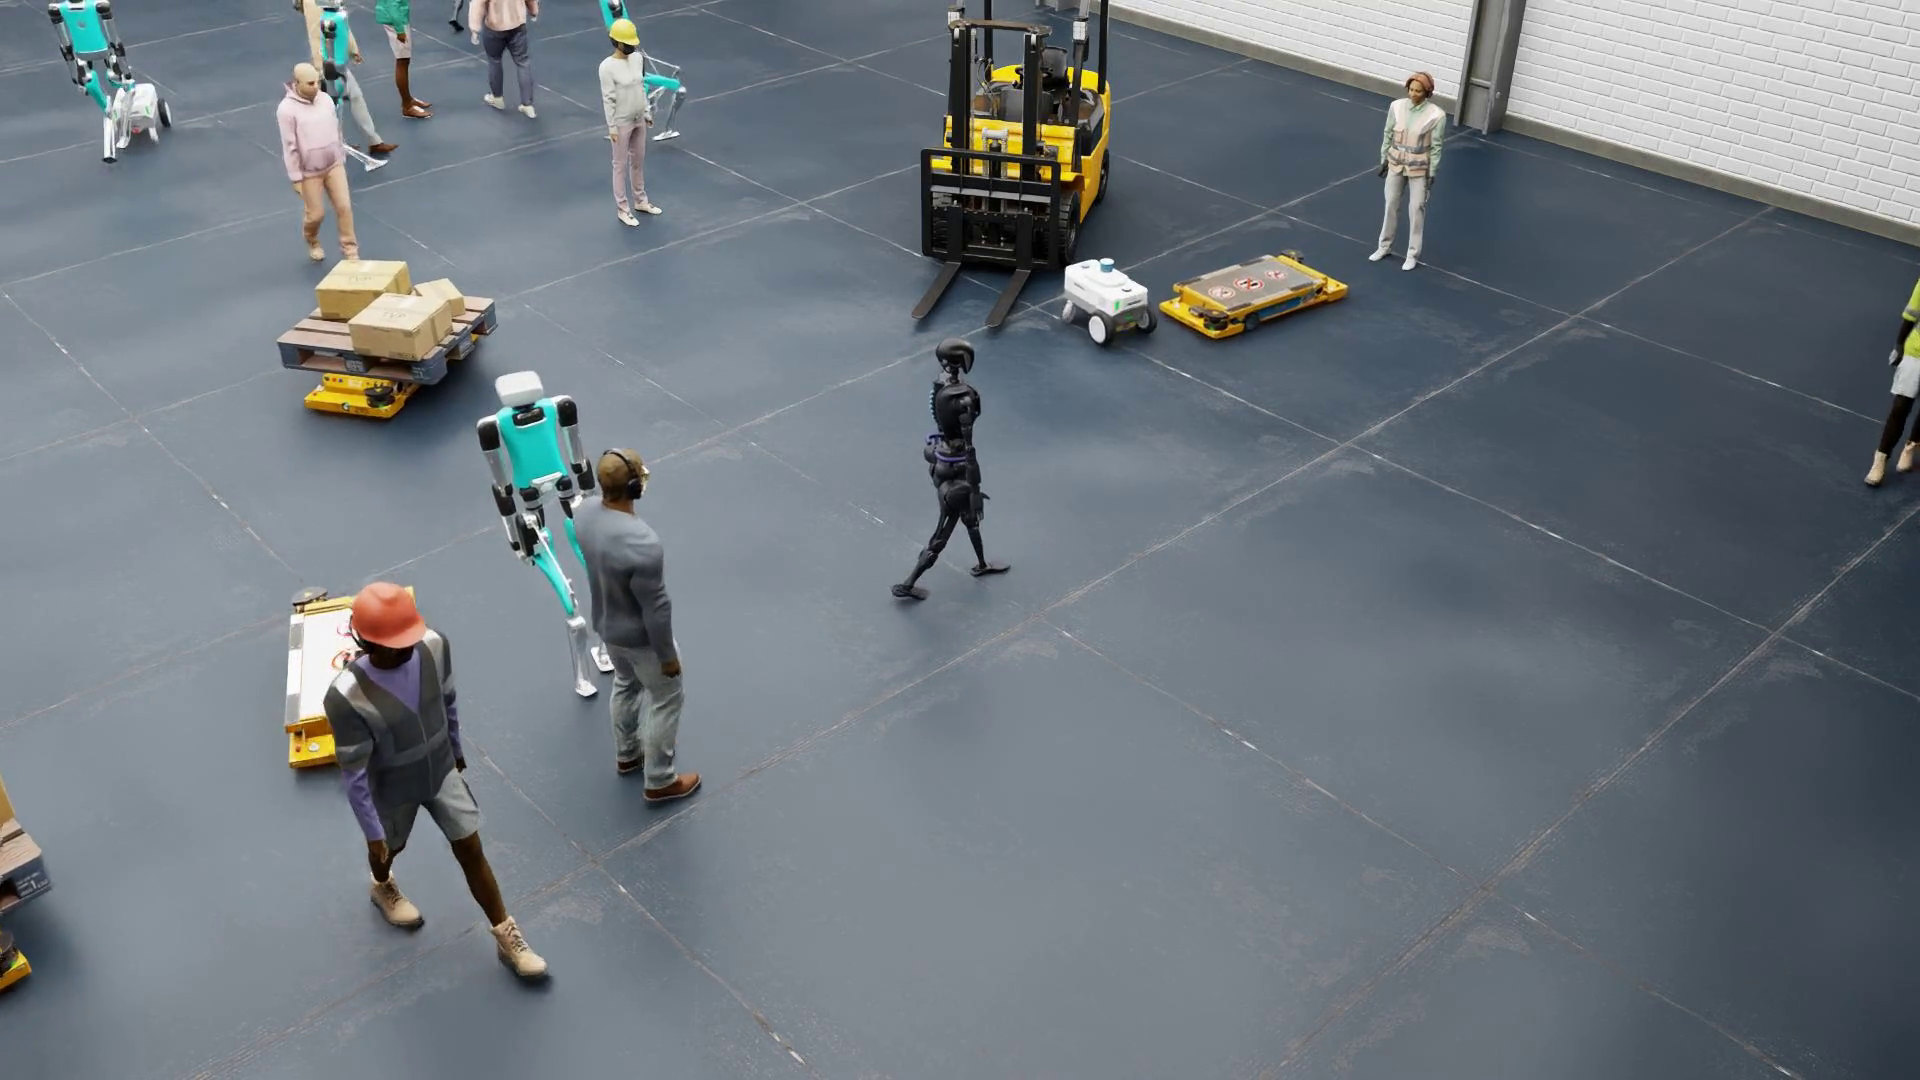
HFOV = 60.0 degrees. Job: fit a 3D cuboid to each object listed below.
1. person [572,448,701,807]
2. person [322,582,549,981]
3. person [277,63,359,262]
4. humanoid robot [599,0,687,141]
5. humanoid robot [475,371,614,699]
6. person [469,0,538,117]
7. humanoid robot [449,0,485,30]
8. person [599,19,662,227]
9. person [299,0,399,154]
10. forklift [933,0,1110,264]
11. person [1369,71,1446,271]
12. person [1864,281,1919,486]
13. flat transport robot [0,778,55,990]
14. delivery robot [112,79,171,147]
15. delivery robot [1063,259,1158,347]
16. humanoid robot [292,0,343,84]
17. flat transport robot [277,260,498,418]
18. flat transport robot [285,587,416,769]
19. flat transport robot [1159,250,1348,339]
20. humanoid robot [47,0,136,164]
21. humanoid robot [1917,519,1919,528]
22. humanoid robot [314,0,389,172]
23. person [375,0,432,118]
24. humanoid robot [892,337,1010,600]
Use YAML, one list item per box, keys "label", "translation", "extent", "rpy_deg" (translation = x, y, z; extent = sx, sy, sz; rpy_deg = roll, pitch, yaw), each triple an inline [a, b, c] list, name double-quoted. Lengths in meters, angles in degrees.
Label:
- label: "person"
  translation: [-1.570, 0.421, 8.011]
  extent: [0.380, 1.922, 0.641]
  rpy_deg: [-26, 41, -34]
- label: "person"
  translation: [-2.332, 1.003, 7.064]
  extent: [1.062, 1.988, 0.634]
  rpy_deg: [22, 39, 30]
- label: "person"
  translation: [-5.221, -3.014, 13.441]
  extent: [0.651, 1.751, 0.552]
  rpy_deg: [27, 41, 34]
- label: "humanoid robot"
  translation: [-2.981, -4.538, 15.796]
  extent: [0.963, 1.722, 0.539]
  rpy_deg: [-13, 35, -19]
- label: "humanoid robot"
  translation: [-2.086, 0.033, 8.770]
  extent: [0.565, 1.755, 0.854]
  rpy_deg: [-17, 37, -24]
- label: "person"
  translation: [-4.635, -5.255, 16.818]
  extent: [0.816, 1.834, 0.838]
  rpy_deg: [-22, 39, -30]
- label: "humanoid robot"
  translation: [-5.797, -6.806, 19.393]
  extent: [0.616, 1.655, 0.744]
  rpy_deg: [8, 34, 12]
- label: "person"
  translation: [-2.847, -3.610, 14.355]
  extent: [0.324, 1.760, 0.523]
  rpy_deg: [18, 37, 26]
- label: "person"
  translation: [-5.783, -4.579, 15.759]
  extent: [0.826, 1.847, 0.588]
  rpy_deg: [-1, 33, -2]
- label: "forklift"
  translation: [0.570, -3.725, 14.138]
  extent: [1.214, 2.155, 2.313]
  rpy_deg: [9, 34, 13]
- label: "person"
  translation: [3.658, -3.012, 13.555]
  extent: [0.517, 1.633, 0.316]
  rpy_deg: [25, 40, 33]
- label: "person"
  translation: [6.211, -1.103, 10.572]
  extent: [0.542, 1.665, 0.717]
  rpy_deg: [16, 36, 23]
- label: "flat transport robot"
  translation: [-4.861, 1.725, 7.523]
  extent: [1.431, 0.231, 0.659]
  rpy_deg: [26, 41, 34]
- label: "delivery robot"
  translation: [-8.137, -4.257, 16.437]
  extent: [0.499, 0.576, 0.768]
  rpy_deg: [-10, 34, -15]
- label: "delivery robot"
  translation: [1.126, -1.864, 12.762]
  extent: [0.503, 0.580, 0.752]
  rpy_deg: [-19, 38, -27]
- label: "humanoid robot"
  translation: [-6.827, -5.761, 17.687]
  extent: [0.545, 1.762, 0.940]
  rpy_deg: [-7, 34, -11]
- label: "flat transport robot"
  translation: [-4.147, -1.333, 12.222]
  extent: [0.659, 0.231, 1.431]
  rpy_deg: [7, 34, 11]
- label: "flat transport robot"
  translation: [-3.314, 0.693, 9.107]
  extent: [0.659, 0.231, 1.431]
  rpy_deg: [-9, 34, -14]
- label: "flat transport robot"
  translation: [2.333, -1.951, 13.171]
  extent: [1.431, 0.231, 0.659]
  rpy_deg: [-21, 38, -29]
- label: "humanoid robot"
  translation: [-8.034, -4.403, 15.581]
  extent: [0.537, 1.729, 0.993]
  rpy_deg: [-8, 34, -12]
- label: "humanoid robot"
  translation: [6.047, -0.514, 9.731]
  extent: [0.588, 1.644, 0.788]
  rpy_deg: [-4, 33, -6]
- label: "humanoid robot"
  translation: [-5.914, -4.117, 15.182]
  extent: [1.030, 1.737, 0.539]
  rpy_deg: [-2, 33, -3]
- label: "person"
  translation: [-5.652, -5.192, 16.708]
  extent: [0.398, 1.847, 0.491]
  rpy_deg: [-7, 34, -11]
- label: "humanoid robot"
  translation: [-0.051, -0.411, 9.558]
  extent: [0.783, 1.628, 0.600]
  rpy_deg: [-10, 34, -15]
